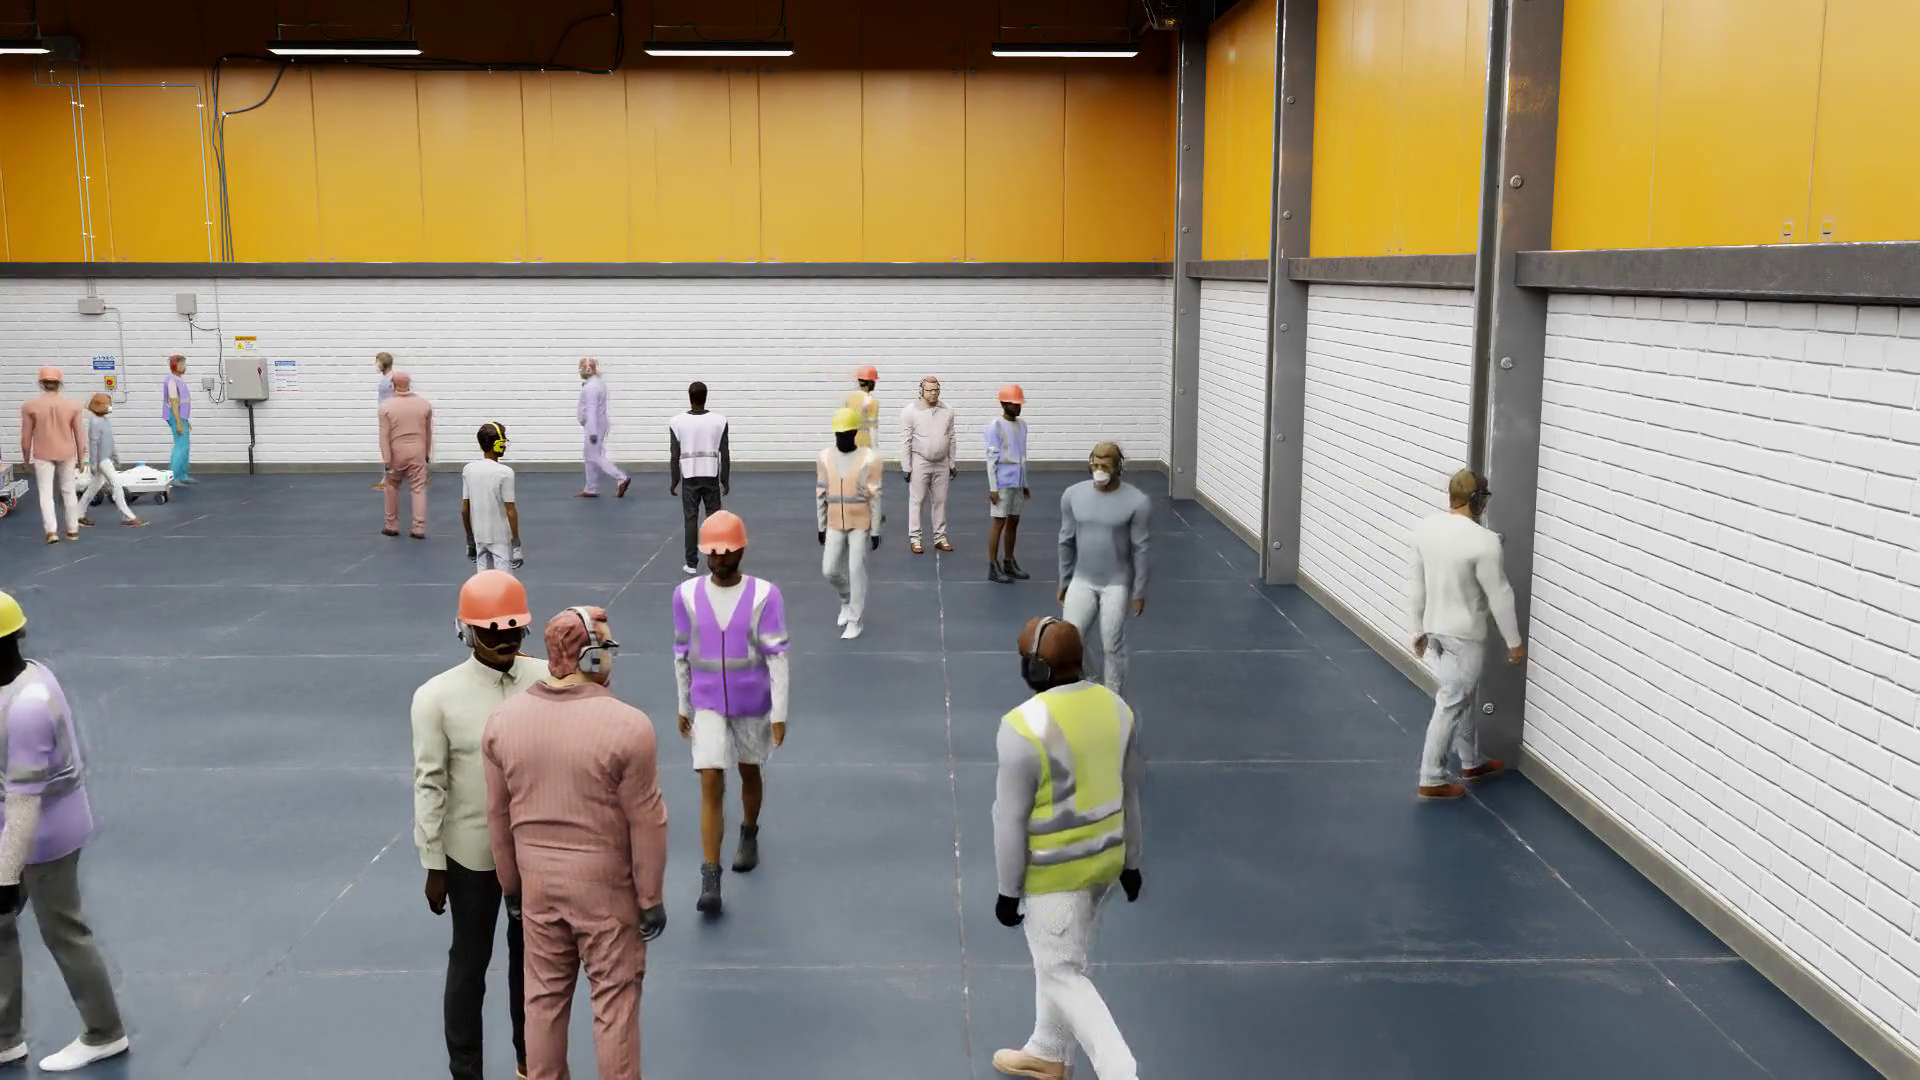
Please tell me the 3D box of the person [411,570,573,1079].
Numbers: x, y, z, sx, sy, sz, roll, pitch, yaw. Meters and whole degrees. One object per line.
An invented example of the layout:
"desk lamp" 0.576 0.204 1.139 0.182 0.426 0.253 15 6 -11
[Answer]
"person" -1.627 1.083 5.923 0.387 1.992 0.626 9 13 42

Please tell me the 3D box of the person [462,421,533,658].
"person" -3.583 0.025 12.795 0.521 1.870 0.319 5 10 26

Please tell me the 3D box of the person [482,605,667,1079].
"person" -1.281 1.166 5.696 0.643 1.905 0.399 3 10 18

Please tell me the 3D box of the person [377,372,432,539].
"person" -6.302 -0.961 18.820 0.650 1.879 0.812 -7 11 -36

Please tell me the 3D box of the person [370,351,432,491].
"person" -7.701 -1.629 22.796 0.747 1.924 0.638 -3 10 -19

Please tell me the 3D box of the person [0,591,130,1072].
"person" -3.501 1.106 6.088 0.785 1.888 0.611 -6 11 -34

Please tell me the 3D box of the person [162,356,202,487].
"person" -10.950 -1.658 23.283 0.501 1.828 0.617 -3 10 -18

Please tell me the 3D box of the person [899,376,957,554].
"person" -0.323 -0.803 17.791 0.644 1.903 0.401 -5 10 -27

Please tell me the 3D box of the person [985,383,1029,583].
"person" 0.492 -0.554 16.141 0.373 1.934 0.551 8 12 40

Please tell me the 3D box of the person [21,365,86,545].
"person" -10.024 -0.937 18.411 0.621 2.011 0.542 -7 12 -38

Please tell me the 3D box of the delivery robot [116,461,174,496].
"delivery robot" -10.528 -0.772 21.417 0.707 0.478 0.477 -2 9 -13

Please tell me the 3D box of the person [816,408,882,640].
"person" -0.908 -0.143 13.716 0.585 1.913 0.470 3 10 19

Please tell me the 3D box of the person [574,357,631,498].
"person" -4.747 -1.472 21.951 0.723 1.892 0.655 -1 9 -4

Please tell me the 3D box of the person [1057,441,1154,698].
"person" 0.932 0.306 10.904 0.658 1.921 0.444 4 10 23

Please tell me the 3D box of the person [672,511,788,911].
"person" -1.111 0.789 8.067 0.565 1.883 0.984 0 9 0

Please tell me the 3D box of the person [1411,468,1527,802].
"person" 2.952 0.542 9.502 0.736 1.919 0.646 -3 10 -18

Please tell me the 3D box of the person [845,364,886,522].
"person" -1.190 -1.122 19.691 0.556 1.916 0.665 9 13 44

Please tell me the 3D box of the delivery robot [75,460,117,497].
"delivery robot" -11.263 -0.787 21.508 0.707 0.478 0.477 2 9 14

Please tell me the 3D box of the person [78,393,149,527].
"person" -10.080 -0.937 19.545 0.846 1.590 0.513 -2 10 -14

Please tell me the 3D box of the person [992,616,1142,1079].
"person" 0.443 1.178 5.922 0.803 1.816 0.630 8 12 41

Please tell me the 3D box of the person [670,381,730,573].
"person" -2.593 -0.619 16.601 0.610 1.917 0.395 -2 10 -14
